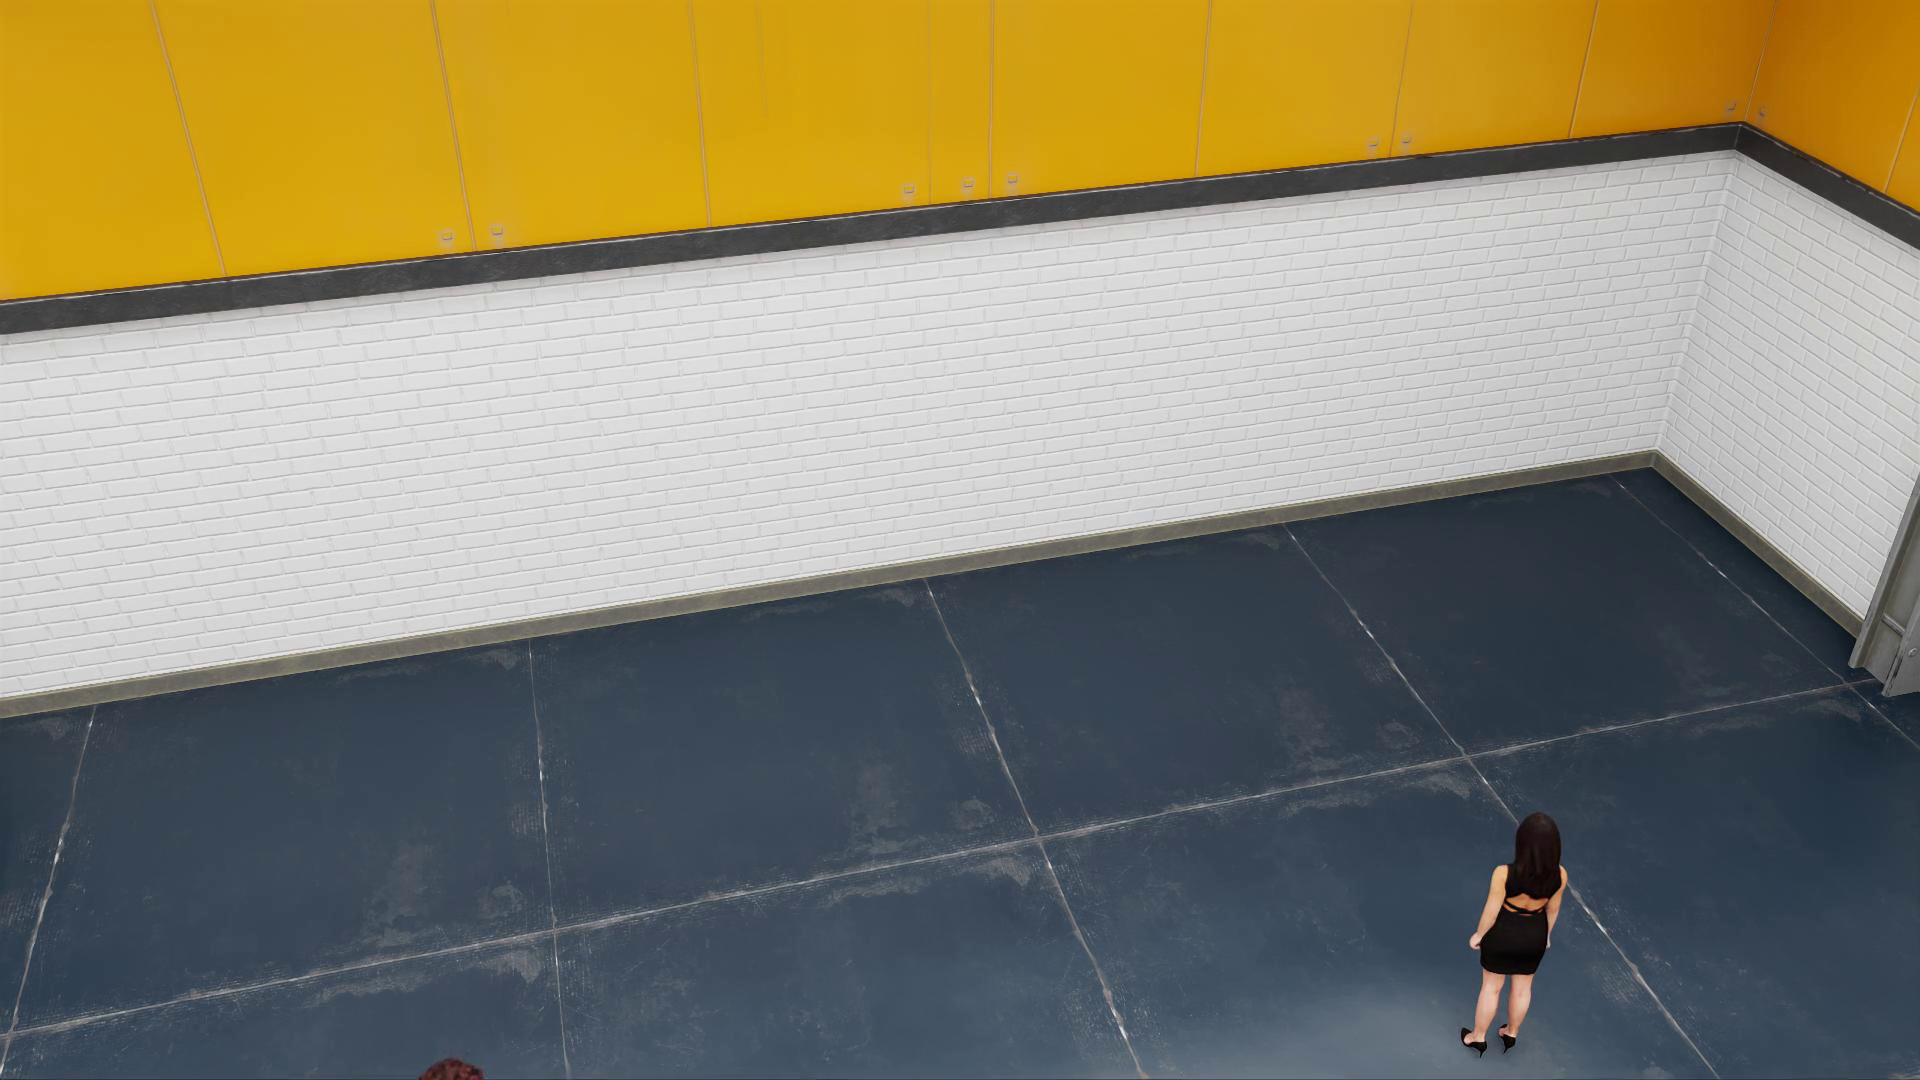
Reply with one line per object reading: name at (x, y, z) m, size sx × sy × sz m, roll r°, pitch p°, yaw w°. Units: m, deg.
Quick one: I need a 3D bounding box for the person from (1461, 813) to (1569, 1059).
person at (2.898, 2.092, 8.681) m, size 0.608 × 1.644 × 0.563 m, roll 0°, pitch 34°, yaw 0°

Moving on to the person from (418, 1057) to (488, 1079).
person at (-2.123, 2.913, 7.384) m, size 0.637 × 1.712 × 0.613 m, roll 1°, pitch 34°, yaw 1°
